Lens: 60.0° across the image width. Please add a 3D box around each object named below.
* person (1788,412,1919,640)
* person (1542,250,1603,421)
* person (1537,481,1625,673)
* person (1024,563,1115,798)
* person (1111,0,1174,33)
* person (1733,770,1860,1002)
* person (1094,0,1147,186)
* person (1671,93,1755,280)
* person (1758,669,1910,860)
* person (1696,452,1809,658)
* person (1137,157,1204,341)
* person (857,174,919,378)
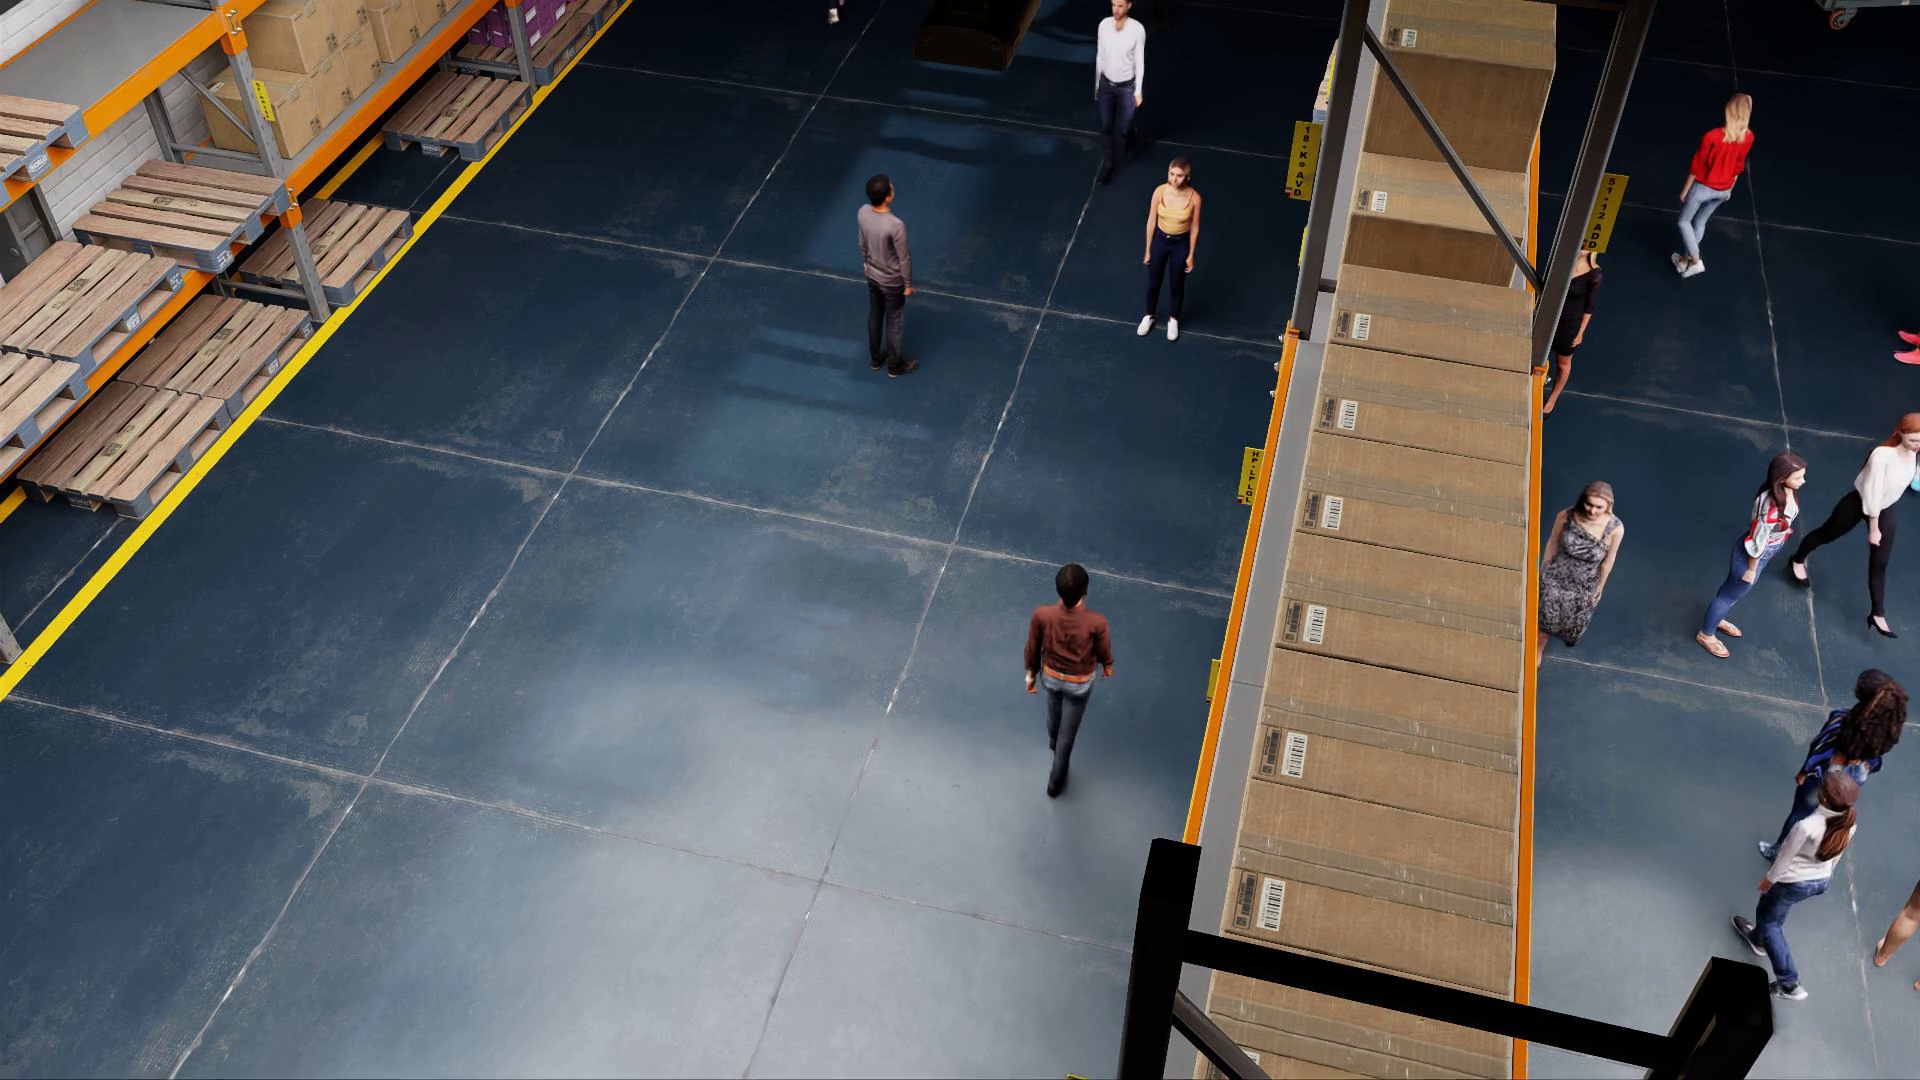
[{"bbox_3d":[5.934,-0.223,11.083,1.080,1.704,1.204,-18,46,-18],"label":"person"},{"bbox_3d":[4.558,-1.648,12.598,0.627,1.676,0.617,-32,52,-29],"label":"person"},{"bbox_3d":[3.916,0.220,10.627,0.660,1.689,0.823,20,47,19],"label":"person"},{"bbox_3d":[0.620,0.889,9.876,0.684,1.758,0.845,14,45,14],"label":"person"},{"bbox_3d":[1.847,-5.939,17.114,1.156,1.660,1.050,-25,49,-24],"label":"person"},{"bbox_3d":[4.563,1.888,8.989,0.791,1.535,0.955,-6,44,-7],"label":"person"},{"bbox_3d":[1.482,-4.170,15.118,0.766,1.851,0.960,21,48,21],"label":"person"},{"bbox_3d":[6.281,-2.890,13.892,0.788,1.689,0.910,-4,44,-4],"label":"person"},{"bbox_3d":[5.018,1.329,9.511,0.681,1.624,0.673,-5,44,-5],"label":"person"},{"bbox_3d":[5.170,0.072,10.838,0.718,1.614,0.582,29,51,27],"label":"person"},{"bbox_3d":[1.701,-2.359,13.379,0.580,1.628,0.536,13,45,13],"label":"person"},{"bbox_3d":[-0.592,-2.056,12.959,0.716,1.768,0.689,25,49,24],"label":"person"}]
